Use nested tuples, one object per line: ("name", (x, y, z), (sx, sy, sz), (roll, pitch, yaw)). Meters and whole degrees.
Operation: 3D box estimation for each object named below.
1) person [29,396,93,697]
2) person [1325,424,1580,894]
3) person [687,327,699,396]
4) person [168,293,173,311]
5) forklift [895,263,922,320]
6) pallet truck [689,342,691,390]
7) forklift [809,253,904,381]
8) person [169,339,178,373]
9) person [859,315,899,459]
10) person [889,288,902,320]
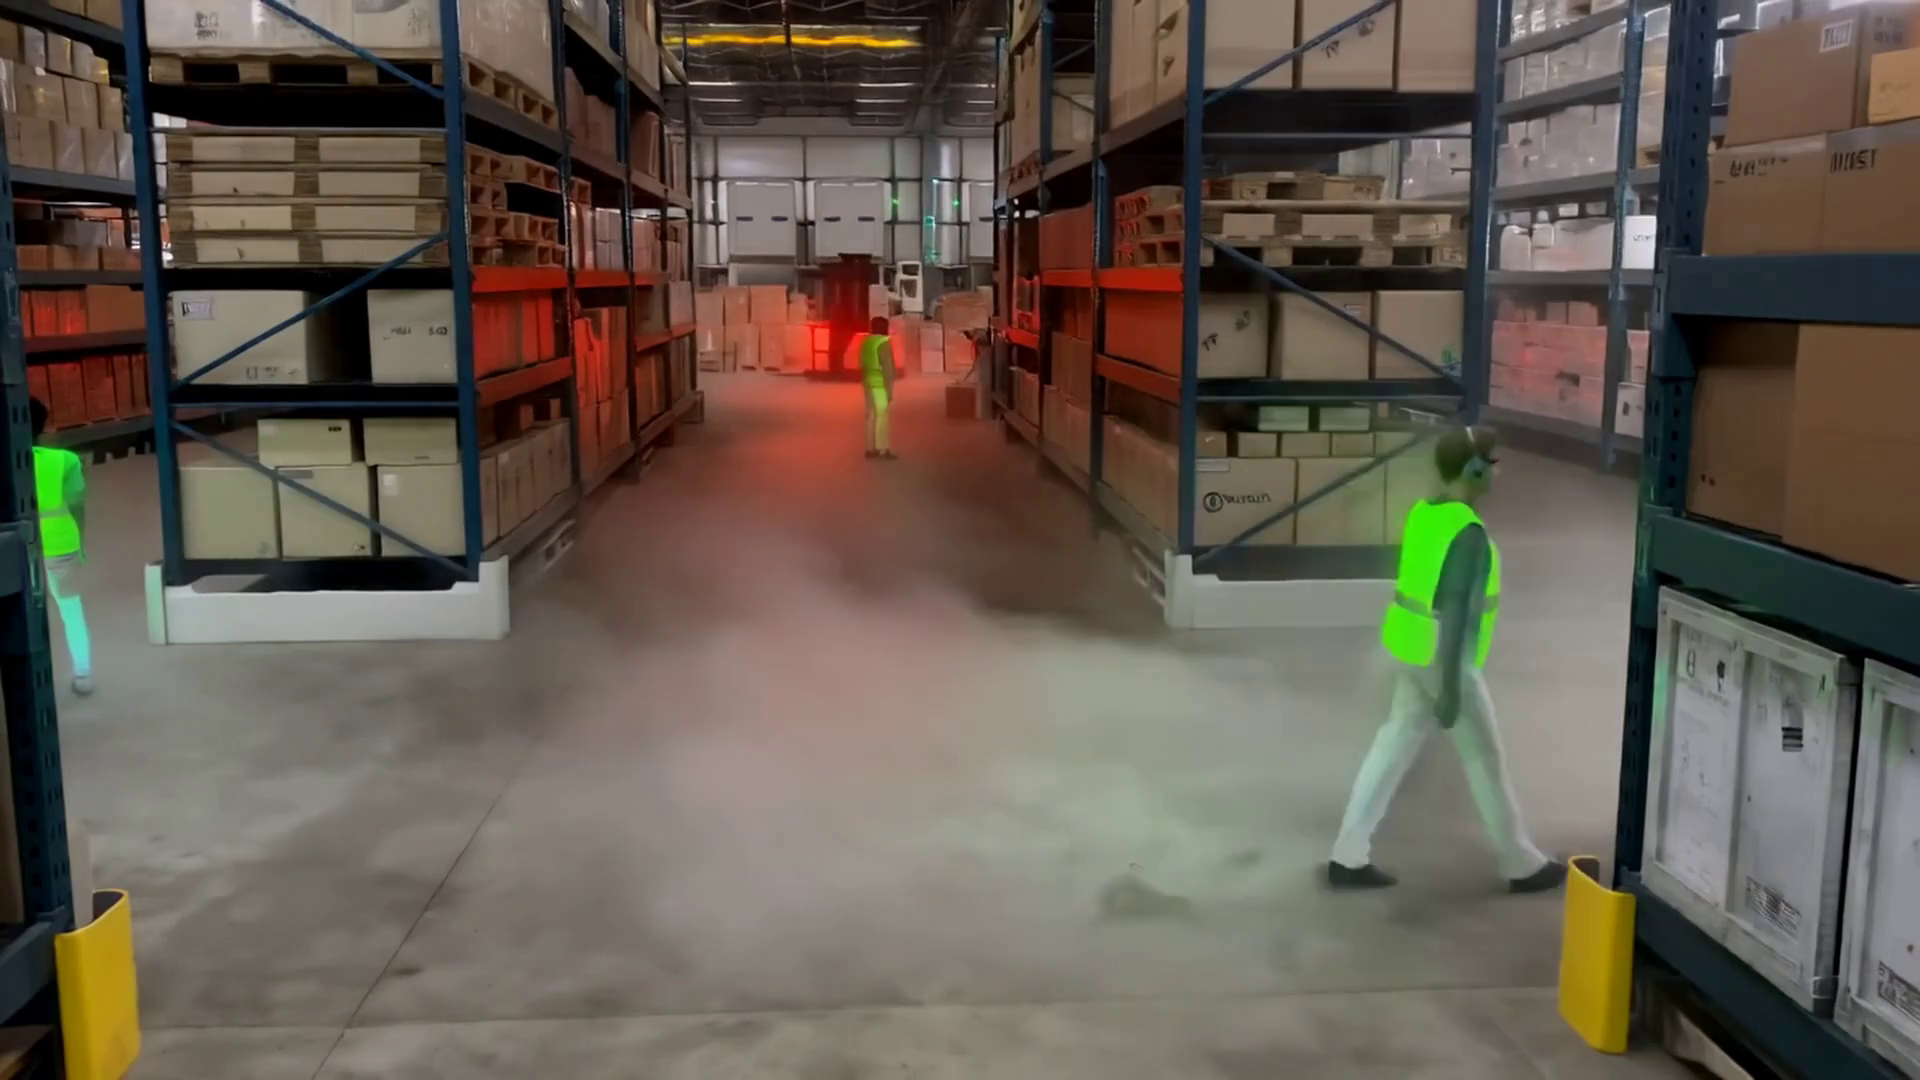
("person", (-5.061, 0.060, 9.149), (0.317, 1.698, 0.540), (7, 11, 38))
("person", (1.863, 0.465, 6.290), (0.977, 1.800, 0.581), (-1, 9, -6))
("person", (-5.294, -3.648, 32.441), (0.542, 1.695, 0.316), (6, 11, 33))
("person", (-31.523, -9.154, 66.289), (0.586, 1.928, 0.364), (8, 12, 41))
("forklift", (-1.972, -8.988, 62.264), (1.129, 2.768, 1.873), (-1, 9, -4))
("pallet truck", (-5.225, -3.008, 27.480), (1.885, 1.965, 0.823), (2, 9, 14))
("forklift", (-2.270, -4.919, 36.719), (1.873, 2.768, 1.129), (3, 9, 18))
("person", (-15.909, -3.739, 33.416), (0.528, 1.568, 0.920), (6, 11, 35))
("person", (-1.039, -1.957, 21.378), (0.429, 1.843, 0.627), (-6, 11, -34))
("person", (-2.313, -7.828, 57.970), (0.639, 1.928, 0.369), (3, 10, 21))
